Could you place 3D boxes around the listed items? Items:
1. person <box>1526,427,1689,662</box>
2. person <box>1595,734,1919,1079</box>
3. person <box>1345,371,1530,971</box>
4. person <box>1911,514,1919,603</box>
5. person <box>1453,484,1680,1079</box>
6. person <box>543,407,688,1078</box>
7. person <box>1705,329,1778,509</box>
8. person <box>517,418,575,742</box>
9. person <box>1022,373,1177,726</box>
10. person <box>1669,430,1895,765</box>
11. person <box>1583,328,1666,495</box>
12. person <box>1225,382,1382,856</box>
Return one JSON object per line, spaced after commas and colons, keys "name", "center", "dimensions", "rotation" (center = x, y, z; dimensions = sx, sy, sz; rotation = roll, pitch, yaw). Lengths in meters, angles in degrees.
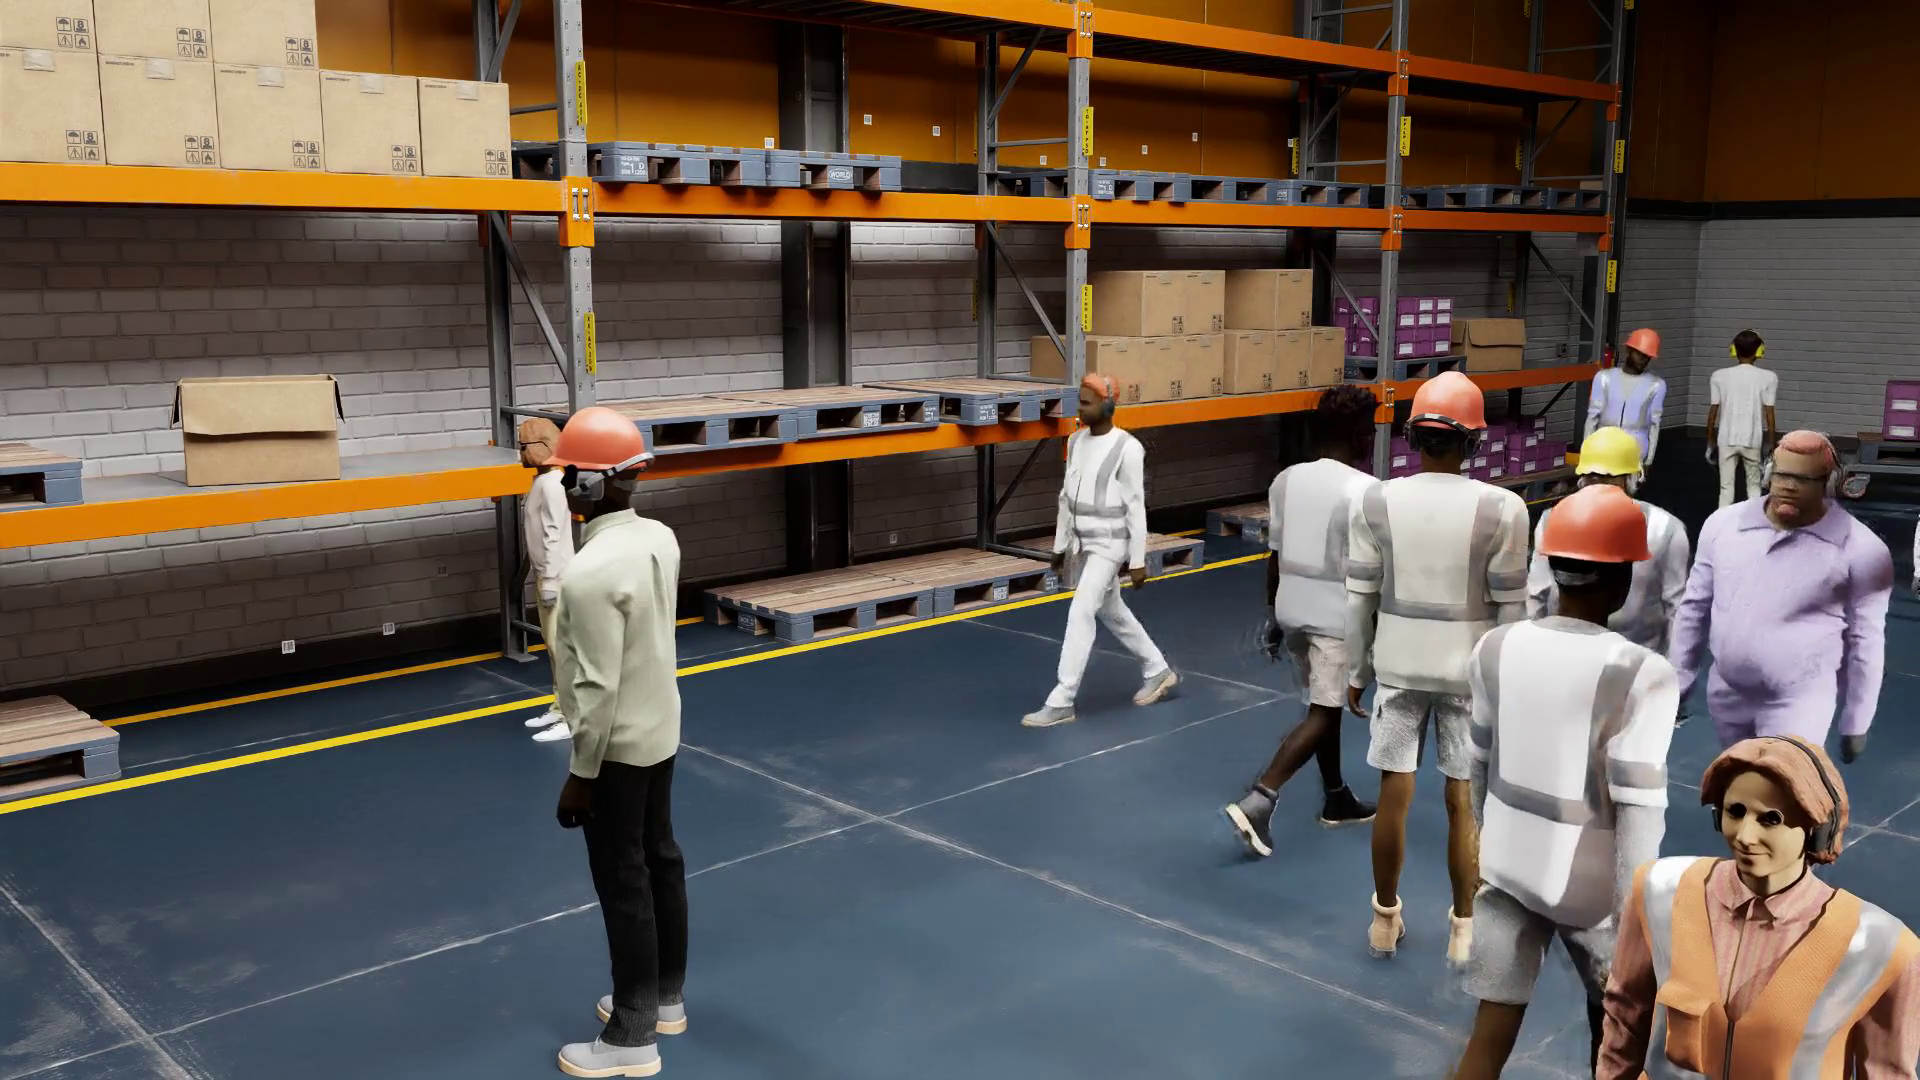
{"name": "person", "center": [2.530, 0.432, 6.578], "dimensions": [0.611, 1.784, 0.948], "rotation": [8, 13, 40]}
{"name": "person", "center": [1.358, 1.129, 2.896], "dimensions": [0.514, 1.642, 0.310], "rotation": [9, 13, 42]}
{"name": "person", "center": [1.624, 0.449, 5.700], "dimensions": [0.605, 2.045, 0.377], "rotation": [5, 11, 26]}
{"name": "person", "center": [5.012, 0.138, 8.081], "dimensions": [0.657, 1.856, 1.024], "rotation": [9, 13, 44]}
{"name": "person", "center": [1.514, 0.800, 4.101], "dimensions": [1.005, 1.880, 0.565], "rotation": [-8, 13, -39]}
{"name": "person", "center": [-1.024, 0.600, 4.960], "dimensions": [0.379, 1.996, 0.608], "rotation": [2, 10, 11]}
{"name": "person", "center": [6.205, -0.746, 13.252], "dimensions": [0.504, 1.851, 0.604], "rotation": [5, 11, 25]}
{"name": "person", "center": [-2.081, 0.193, 8.423], "dimensions": [0.278, 1.626, 0.501], "rotation": [-4, 10, -20]}
{"name": "person", "center": [0.776, 0.033, 8.775], "dimensions": [0.983, 1.847, 0.585], "rotation": [-5, 11, -26]}
{"name": "person", "center": [2.857, 0.529, 5.801], "dimensions": [0.994, 1.861, 0.648], "rotation": [-7, 12, -37]}
{"name": "person", "center": [5.152, -0.711, 12.934], "dimensions": [0.578, 1.898, 0.786], "rotation": [5, 11, 28]}
{"name": "person", "center": [1.438, 0.321, 6.805], "dimensions": [0.909, 1.936, 0.610], "rotation": [-6, 11, -32]}
